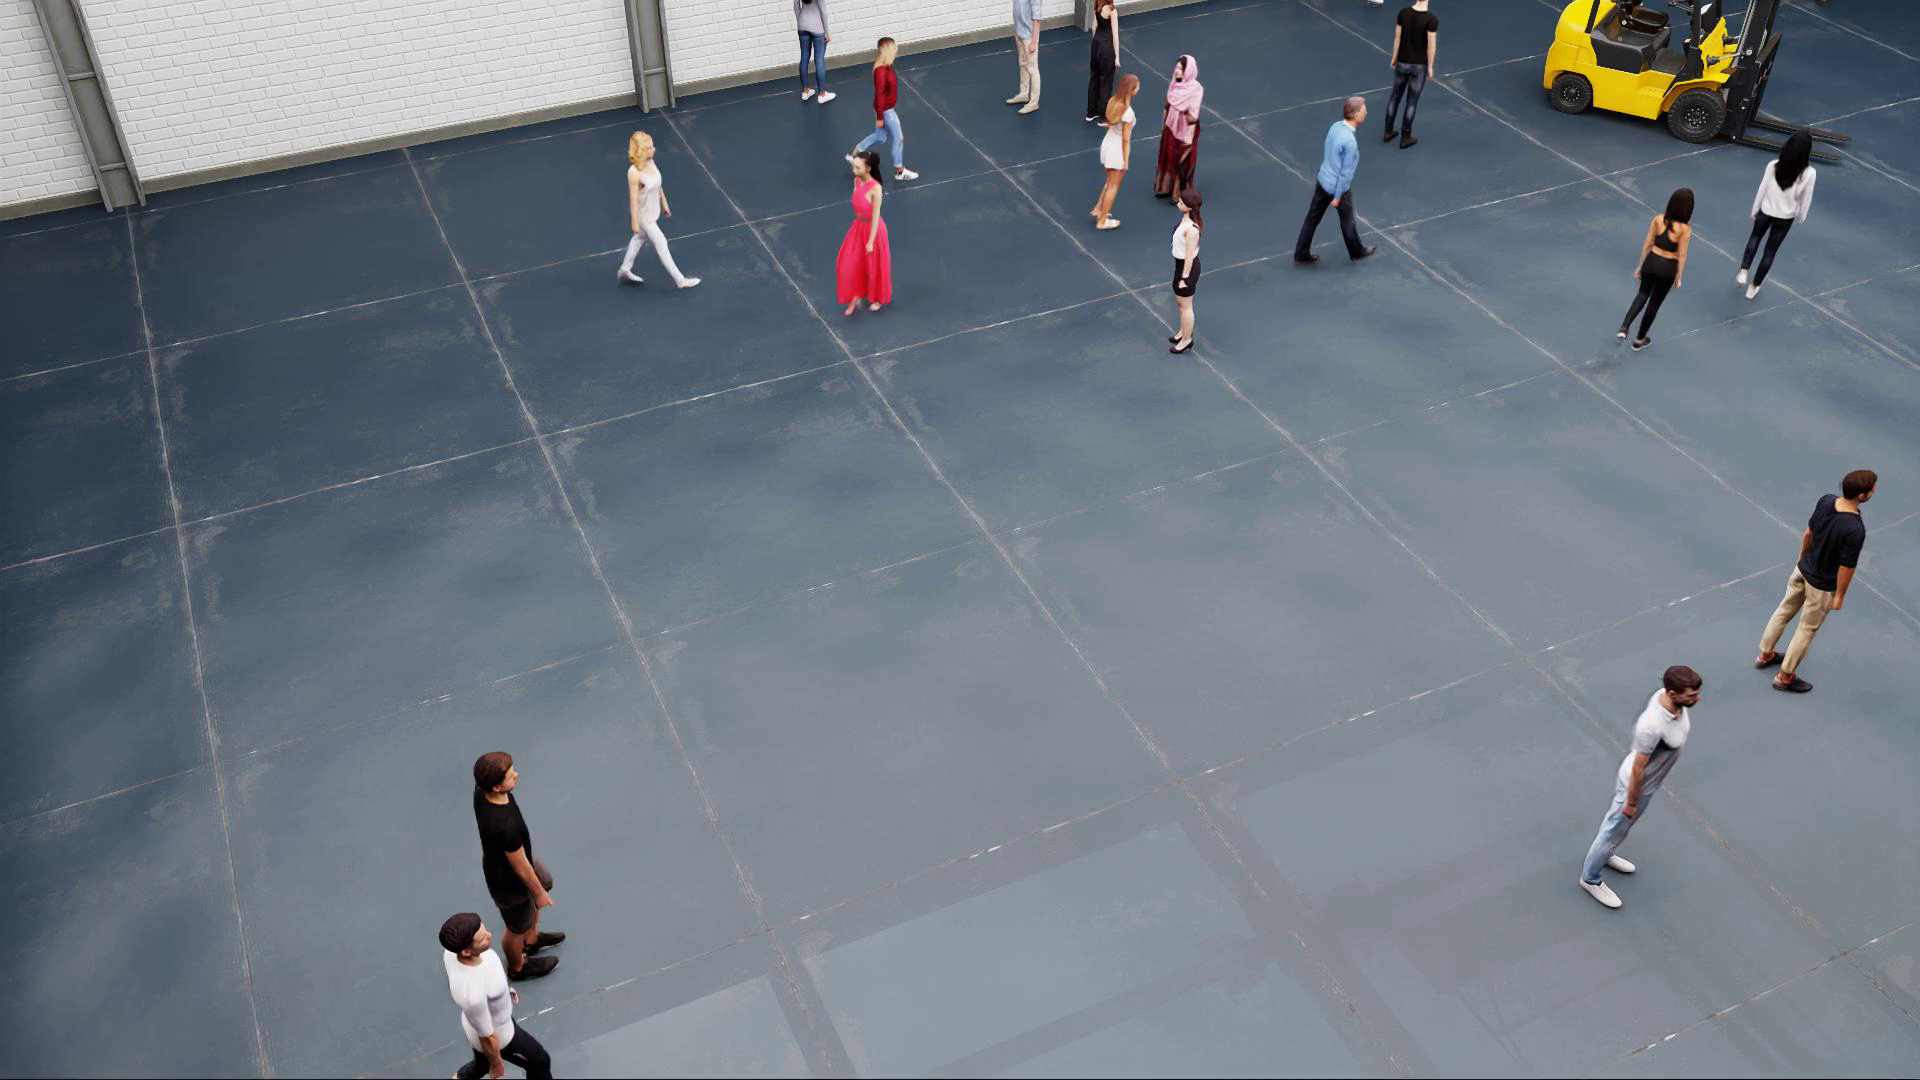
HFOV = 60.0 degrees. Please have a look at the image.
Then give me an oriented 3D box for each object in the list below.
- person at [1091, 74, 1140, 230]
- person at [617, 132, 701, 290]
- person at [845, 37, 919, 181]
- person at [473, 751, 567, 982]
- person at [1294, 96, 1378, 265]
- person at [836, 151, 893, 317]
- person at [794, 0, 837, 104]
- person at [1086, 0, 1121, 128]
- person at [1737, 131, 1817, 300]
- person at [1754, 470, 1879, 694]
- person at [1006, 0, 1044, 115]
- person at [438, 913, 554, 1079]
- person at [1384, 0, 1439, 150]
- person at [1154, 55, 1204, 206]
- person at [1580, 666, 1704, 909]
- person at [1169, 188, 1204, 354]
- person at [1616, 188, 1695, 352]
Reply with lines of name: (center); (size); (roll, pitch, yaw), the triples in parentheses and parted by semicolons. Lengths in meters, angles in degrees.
person: (1.585, -4.010, 17.228); (0.620, 1.672, 0.604); (-14, 41, -17)
person: (-3.135, -3.192, 16.238); (1.182, 1.629, 1.039); (7, 39, 9)
person: (-0.894, -4.669, 18.104); (1.124, 1.607, 0.871); (-2, 39, -2)
person: (-2.693, 1.928, 9.651); (0.619, 1.849, 0.673); (-16, 41, -20)
person: (3.639, -3.532, 16.548); (1.107, 1.773, 0.751); (-12, 40, -15)
person: (-0.793, -2.928, 15.845); (0.881, 1.707, 0.737); (-31, 48, -33)
person: (-1.769, -6.062, 19.746); (0.688, 1.736, 0.716); (19, 42, 22)
person: (1.650, -5.676, 19.256); (0.580, 1.744, 0.624); (-25, 45, -28)
person: (7.880, -3.107, 16.085); (0.745, 1.687, 0.781); (24, 44, 27)
person: (6.051, 0.262, 11.731); (0.619, 1.857, 0.696); (-7, 39, -9)
person: (0.802, -5.950, 19.517); (0.563, 1.847, 0.652); (-14, 41, -17)
person: (-2.568, 2.596, 8.828); (1.161, 1.832, 0.679); (-18, 42, -21)
person: (5.090, -5.358, 18.735); (0.762, 1.898, 0.743); (28, 46, 30)
person: (2.366, -4.376, 17.715); (0.677, 1.637, 0.714); (-26, 45, -29)
person: (4.188, 1.460, 10.235); (0.796, 1.850, 0.663); (24, 44, 27)
person: (2.088, -2.478, 15.329); (0.620, 1.648, 0.611); (-2, 39, -2)
person: (6.389, -2.443, 15.297); (0.773, 1.633, 0.662); (-29, 47, -31)
